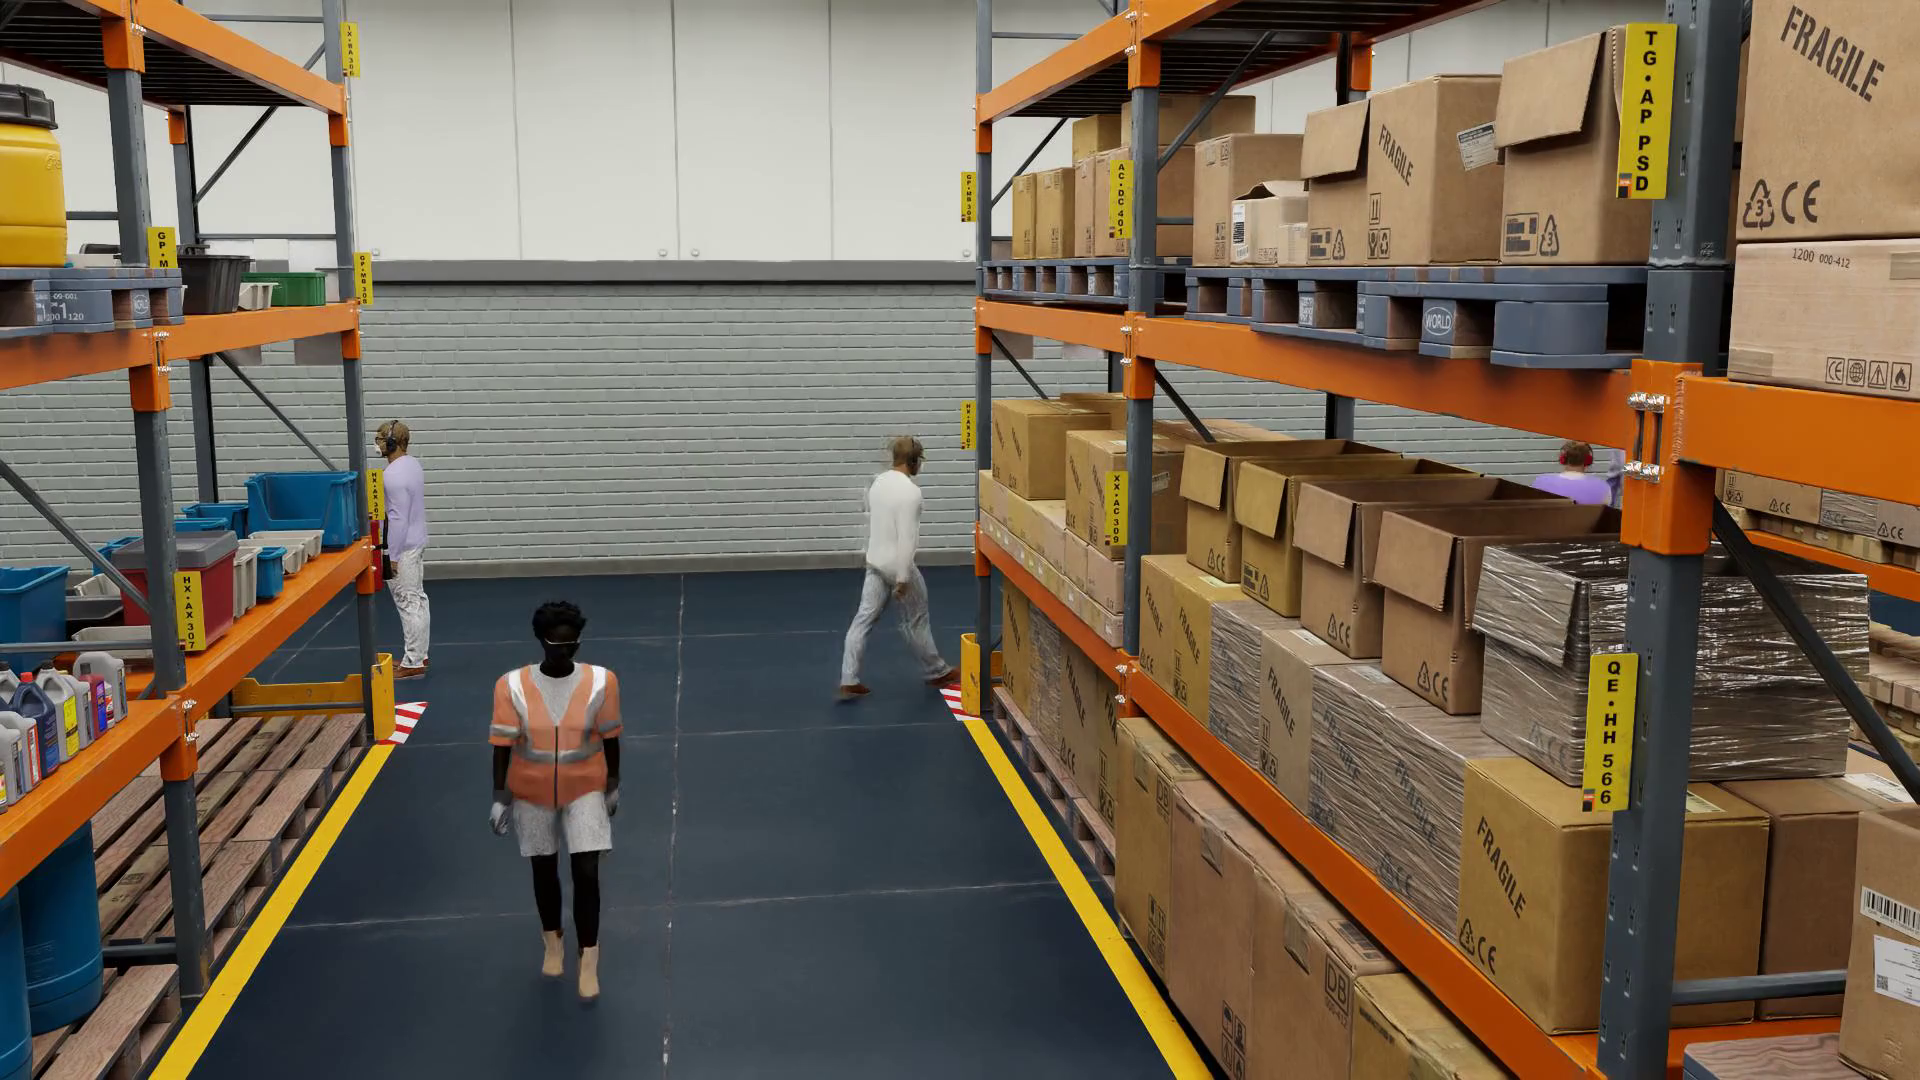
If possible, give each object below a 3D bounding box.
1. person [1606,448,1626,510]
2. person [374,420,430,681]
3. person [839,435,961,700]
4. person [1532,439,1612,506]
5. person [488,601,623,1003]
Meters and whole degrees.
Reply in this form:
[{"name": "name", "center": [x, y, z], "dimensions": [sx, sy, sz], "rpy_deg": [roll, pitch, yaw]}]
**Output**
[{"name": "person", "center": [5.723, -0.195, 13.942], "dimensions": [0.902, 1.964, 0.674], "rpy_deg": [-5, 11, -29]}, {"name": "person", "center": [-4.145, 0.075, 12.347], "dimensions": [0.372, 1.940, 0.627], "rpy_deg": [-1, 9, -6]}, {"name": "person", "center": [-0.445, 0.200, 11.815], "dimensions": [1.059, 1.877, 0.649], "rpy_deg": [-6, 11, -34]}, {"name": "person", "center": [4.501, 0.145, 12.350], "dimensions": [0.579, 1.812, 0.790], "rpy_deg": [3, 10, 21]}, {"name": "person", "center": [-1.677, 1.083, 6.933], "dimensions": [0.544, 1.673, 0.680], "rpy_deg": [-2, 9, -10]}]
